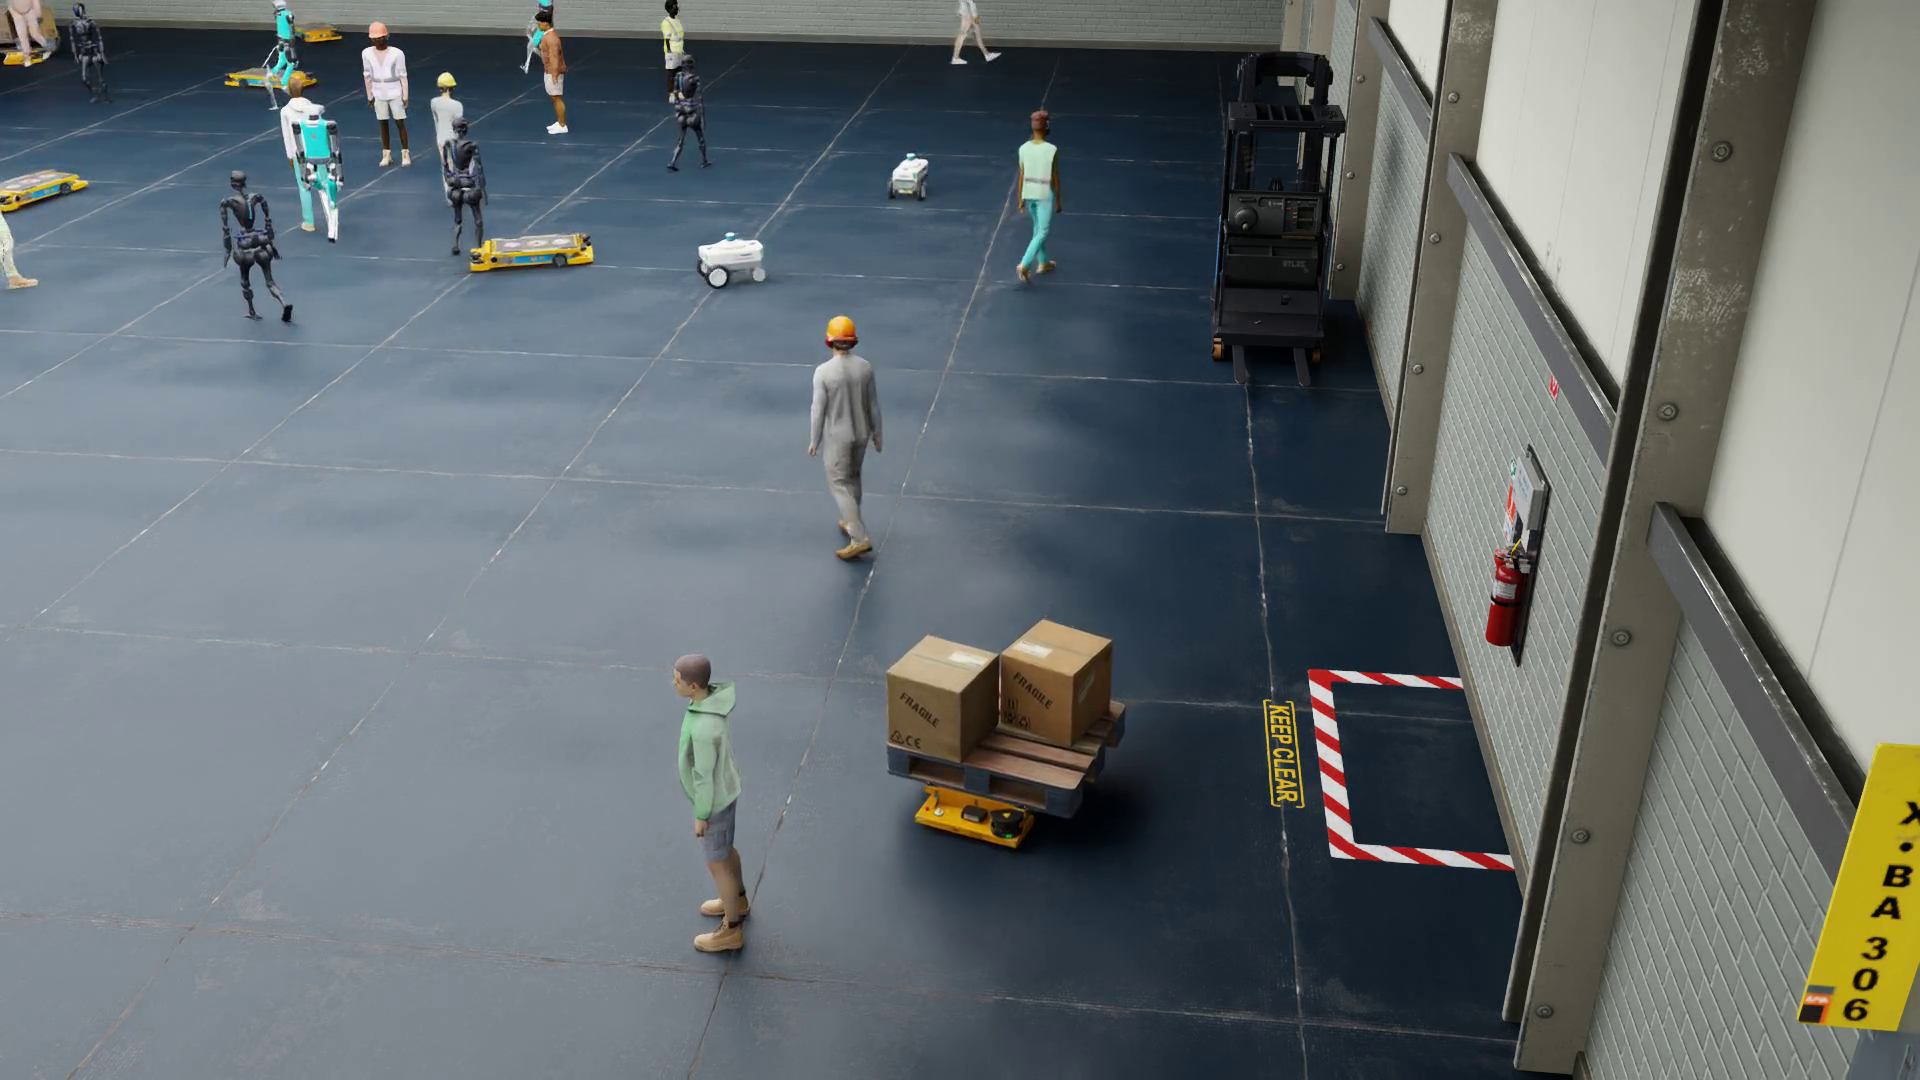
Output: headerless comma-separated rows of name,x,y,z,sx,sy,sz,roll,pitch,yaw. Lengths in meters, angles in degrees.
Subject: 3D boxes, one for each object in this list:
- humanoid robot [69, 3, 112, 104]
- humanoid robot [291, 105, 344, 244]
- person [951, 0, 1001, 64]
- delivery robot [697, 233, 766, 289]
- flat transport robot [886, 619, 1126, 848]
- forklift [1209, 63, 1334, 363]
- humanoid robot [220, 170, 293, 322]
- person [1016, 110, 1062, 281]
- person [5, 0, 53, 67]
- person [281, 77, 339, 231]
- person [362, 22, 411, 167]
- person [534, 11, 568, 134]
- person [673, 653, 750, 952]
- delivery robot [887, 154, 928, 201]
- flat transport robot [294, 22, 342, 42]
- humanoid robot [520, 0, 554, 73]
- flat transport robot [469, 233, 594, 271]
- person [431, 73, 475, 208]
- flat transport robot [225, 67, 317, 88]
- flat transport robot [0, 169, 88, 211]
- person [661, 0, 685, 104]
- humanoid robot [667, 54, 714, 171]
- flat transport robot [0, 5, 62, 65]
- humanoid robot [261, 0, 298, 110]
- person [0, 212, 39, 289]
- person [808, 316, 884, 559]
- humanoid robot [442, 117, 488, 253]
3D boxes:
humanoid robot,-14.502,-8.110,27.758,0.584,1.651,0.395,1,27,1
humanoid robot,-7.834,-4.526,20.524,0.553,1.733,1.015,-3,27,-6
person,0.286,-9.779,30.910,0.975,1.826,0.529,0,27,-1
delivery robot,-2.679,-3.249,19.327,0.803,0.614,0.499,-10,28,-20
flat transport robot,0.312,1.389,10.365,0.659,0.231,1.431,11,29,21
forklift,3.241,-3.477,17.183,1.129,2.768,1.873,3,27,6
humanoid robot,-7.590,-3.137,17.855,0.633,1.637,0.612,20,33,35
person,0.892,-3.956,19.170,0.496,1.948,0.920,17,31,30
person,-17.341,-9.799,30.918,0.662,1.868,0.737,1,27,2
person,-8.270,-4.890,21.088,0.503,1.904,0.374,-15,30,-27
person,-8.243,-6.407,23.950,0.605,2.045,0.376,-1,27,-3
person,-6.345,-7.314,25.982,0.410,1.843,0.794,-10,28,-19
person,-1.303,1.366,8.782,0.315,1.733,0.476,-2,27,-4
delivery robot,-0.679,-4.955,22.721,0.499,0.605,0.799,6,27,12
flat transport robot,-13.089,-10.285,33.670,0.659,0.231,1.431,-19,32,-33
humanoid robot,-7.800,-9.414,30.345,0.895,1.818,0.556,-17,31,-30
flat transport robot,-5.169,-3.474,20.073,1.431,0.231,0.659,-6,27,-12
person,-6.729,-5.303,22.070,0.532,1.750,0.473,10,28,20
flat transport robot,-12.198,-8.150,29.408,1.431,0.231,0.659,8,28,16
flat transport robot,-12.690,-4.762,22.644,0.659,0.231,1.431,9,28,17
person,-4.791,-8.210,27.932,0.318,1.696,0.532,8,28,15
humanoid robot,-3.923,-6.117,23.855,0.614,1.653,0.771,19,32,33
flat transport robot,-17.758,-9.270,31.645,0.659,0.231,1.431,-10,28,-20
humanoid robot,-11.267,-7.958,27.439,0.552,1.796,0.889,24,35,39
person,-10.993,-3.696,18.732,0.645,1.877,0.525,-18,32,-32
person,-0.845,-0.797,12.970,0.589,1.861,0.695,-19,32,-33
humanoid robot,-5.991,-4.254,20.054,0.605,1.640,0.373,9,28,17
